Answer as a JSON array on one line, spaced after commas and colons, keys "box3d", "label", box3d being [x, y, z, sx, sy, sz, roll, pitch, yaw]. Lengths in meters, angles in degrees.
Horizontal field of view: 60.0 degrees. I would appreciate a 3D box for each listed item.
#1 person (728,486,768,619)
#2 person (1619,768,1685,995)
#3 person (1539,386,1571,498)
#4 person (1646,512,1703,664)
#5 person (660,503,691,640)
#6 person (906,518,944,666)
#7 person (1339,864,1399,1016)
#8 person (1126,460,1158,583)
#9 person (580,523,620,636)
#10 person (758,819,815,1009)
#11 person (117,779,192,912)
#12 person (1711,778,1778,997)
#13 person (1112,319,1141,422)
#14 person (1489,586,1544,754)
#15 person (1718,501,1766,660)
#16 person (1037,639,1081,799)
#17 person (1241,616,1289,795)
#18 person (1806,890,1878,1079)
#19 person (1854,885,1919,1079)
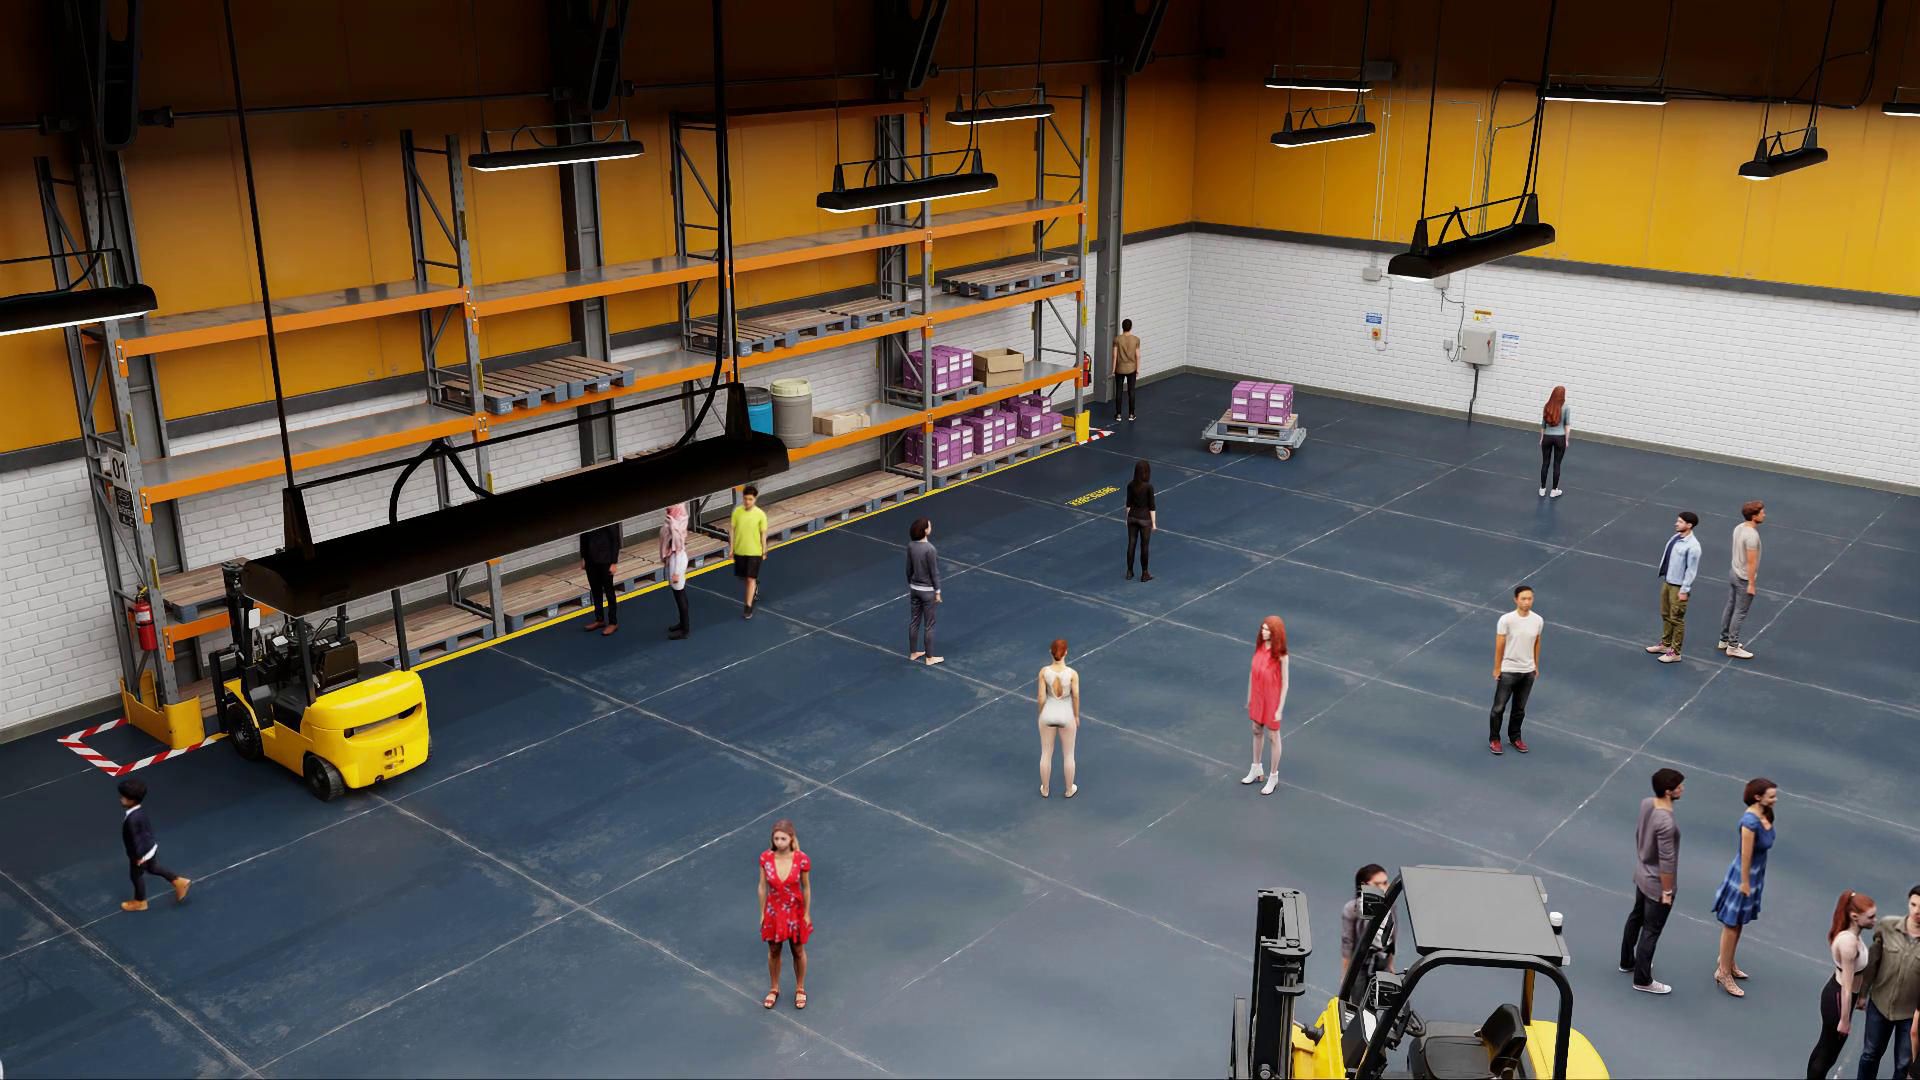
[{"box3d": [-2.652, 0.100, 20.949, 0.916, 1.685, 1.098, 5, 19, 15], "label": "person"}, {"box3d": [5.469, 2.652, 13.106, 0.800, 1.854, 0.718, 0, 19, 0], "label": "person"}, {"box3d": [9.182, -1.532, 25.703, 0.602, 1.743, 0.579, 11, 22, 30], "label": "person"}, {"box3d": [8.402, 0.531, 19.470, 0.811, 1.812, 0.742, -1, 19, -3], "label": "person"}, {"box3d": [-3.413, 0.316, 20.122, 0.788, 1.803, 0.723, -1, 19, -3], "label": "person"}, {"box3d": [-0.426, 0.580, 19.393, 0.607, 1.768, 0.501, 15, 24, 38], "label": "person"}, {"box3d": [2.940, 3.098, 12.055, 0.672, 1.678, 0.774, -8, 20, -22], "label": "person"}, {"box3d": [2.387, -0.260, 22.086, 0.610, 1.642, 0.550, 10, 21, 28], "label": "person"}, {"box3d": [-4.387, 0.221, 20.281, 0.745, 1.882, 0.623, 10, 21, 27], "label": "person"}, {"box3d": [-1.342, 2.874, 12.858, 0.661, 1.592, 0.700, 2, 19, 4], "label": "person"}, {"box3d": [-6.954, 2.607, 14.243, 0.862, 1.215, 0.785, -3, 19, -8], "label": "person"}, {"box3d": [6.181, 2.693, 13.059, 0.753, 1.805, 0.550, 12, 22, 31], "label": "person"}, {"box3d": [3.008, -3.099, 30.186, 0.750, 1.852, 0.772, 1, 19, 4], "label": "person"}, {"box3d": [5.728, 1.317, 17.148, 0.691, 1.805, 0.767, -3, 19, -8], "label": "person"}, {"box3d": [9.229, 0.439, 19.610, 0.797, 1.897, 0.703, 1, 19, 3], "label": "person"}, {"box3d": [0.950, 1.728, 16.178, 0.618, 1.644, 0.627, 2, 19, 7], "label": "person"}, {"box3d": [3.015, 1.593, 16.293, 0.607, 1.827, 0.648, -12, 22, -31], "label": "person"}, {"box3d": [6.111, 3.229, 11.568, 0.682, 1.742, 0.505, 10, 21, 28], "label": "person"}, {"box3d": [6.475, 3.204, 11.450, 0.716, 1.865, 0.603, 18, 25, 42], "label": "person"}]
